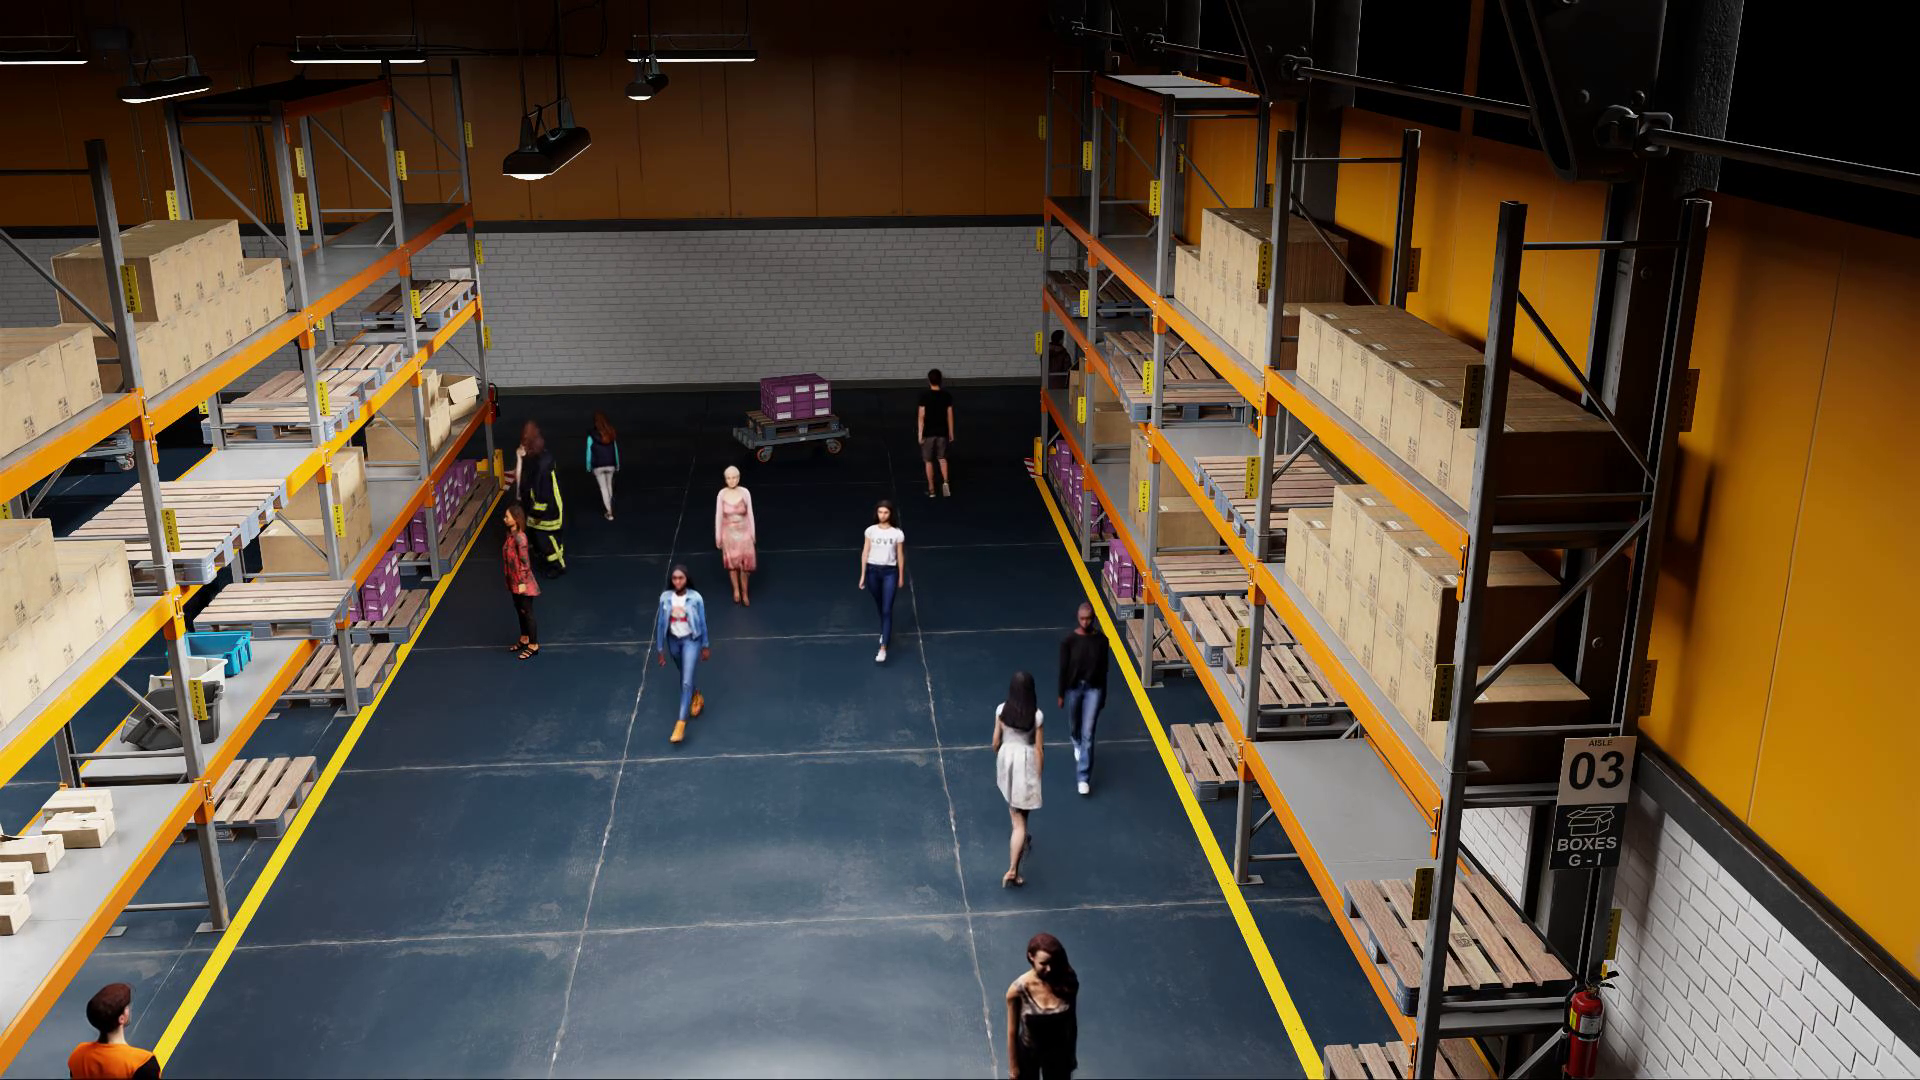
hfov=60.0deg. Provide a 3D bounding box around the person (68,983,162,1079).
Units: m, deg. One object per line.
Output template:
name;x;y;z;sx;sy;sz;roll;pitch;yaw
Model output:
person;-4.576;3.306;9.166;0.734;1.886;0.686;2;19;5

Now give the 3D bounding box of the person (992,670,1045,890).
person;0.431;1.959;13.432;0.918;1.715;1.178;8;20;22

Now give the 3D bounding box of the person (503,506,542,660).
person;-4.750;0.436;17.973;0.758;1.703;0.646;-11;22;-31

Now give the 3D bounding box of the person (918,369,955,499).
person;-0.338;-1.460;23.379;0.771;1.846;0.986;-5;19;-15

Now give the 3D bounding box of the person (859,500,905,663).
person;-0.827;0.399;18.049;0.855;1.725;1.205;4;19;12

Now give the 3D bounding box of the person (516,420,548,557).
person;-5.422;-0.632;21.106;0.616;1.727;0.699;-2;19;-7

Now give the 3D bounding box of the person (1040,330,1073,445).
person;1.509;-2.392;26.146;0.845;1.847;0.922;17;25;42

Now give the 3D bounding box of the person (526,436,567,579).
person;-5.066;-0.470;20.528;0.929;1.790;0.658;4;19;12

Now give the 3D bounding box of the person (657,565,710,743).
person;-2.671;1.046;16.229;0.838;1.660;1.270;3;19;8

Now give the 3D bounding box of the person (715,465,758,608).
person;-2.639;-0.081;19.550;0.655;1.677;0.713;-3;19;-10

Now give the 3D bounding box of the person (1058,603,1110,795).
person;1.123;1.371;15.177;0.720;1.715;1.180;1;19;4

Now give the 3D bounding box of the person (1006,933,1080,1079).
person;0.480;3.102;9.971;0.656;1.759;0.641;-6;19;-17

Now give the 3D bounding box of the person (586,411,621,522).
person;-4.814;-0.997;22.581;0.780;1.478;0.906;-11;21;-29
